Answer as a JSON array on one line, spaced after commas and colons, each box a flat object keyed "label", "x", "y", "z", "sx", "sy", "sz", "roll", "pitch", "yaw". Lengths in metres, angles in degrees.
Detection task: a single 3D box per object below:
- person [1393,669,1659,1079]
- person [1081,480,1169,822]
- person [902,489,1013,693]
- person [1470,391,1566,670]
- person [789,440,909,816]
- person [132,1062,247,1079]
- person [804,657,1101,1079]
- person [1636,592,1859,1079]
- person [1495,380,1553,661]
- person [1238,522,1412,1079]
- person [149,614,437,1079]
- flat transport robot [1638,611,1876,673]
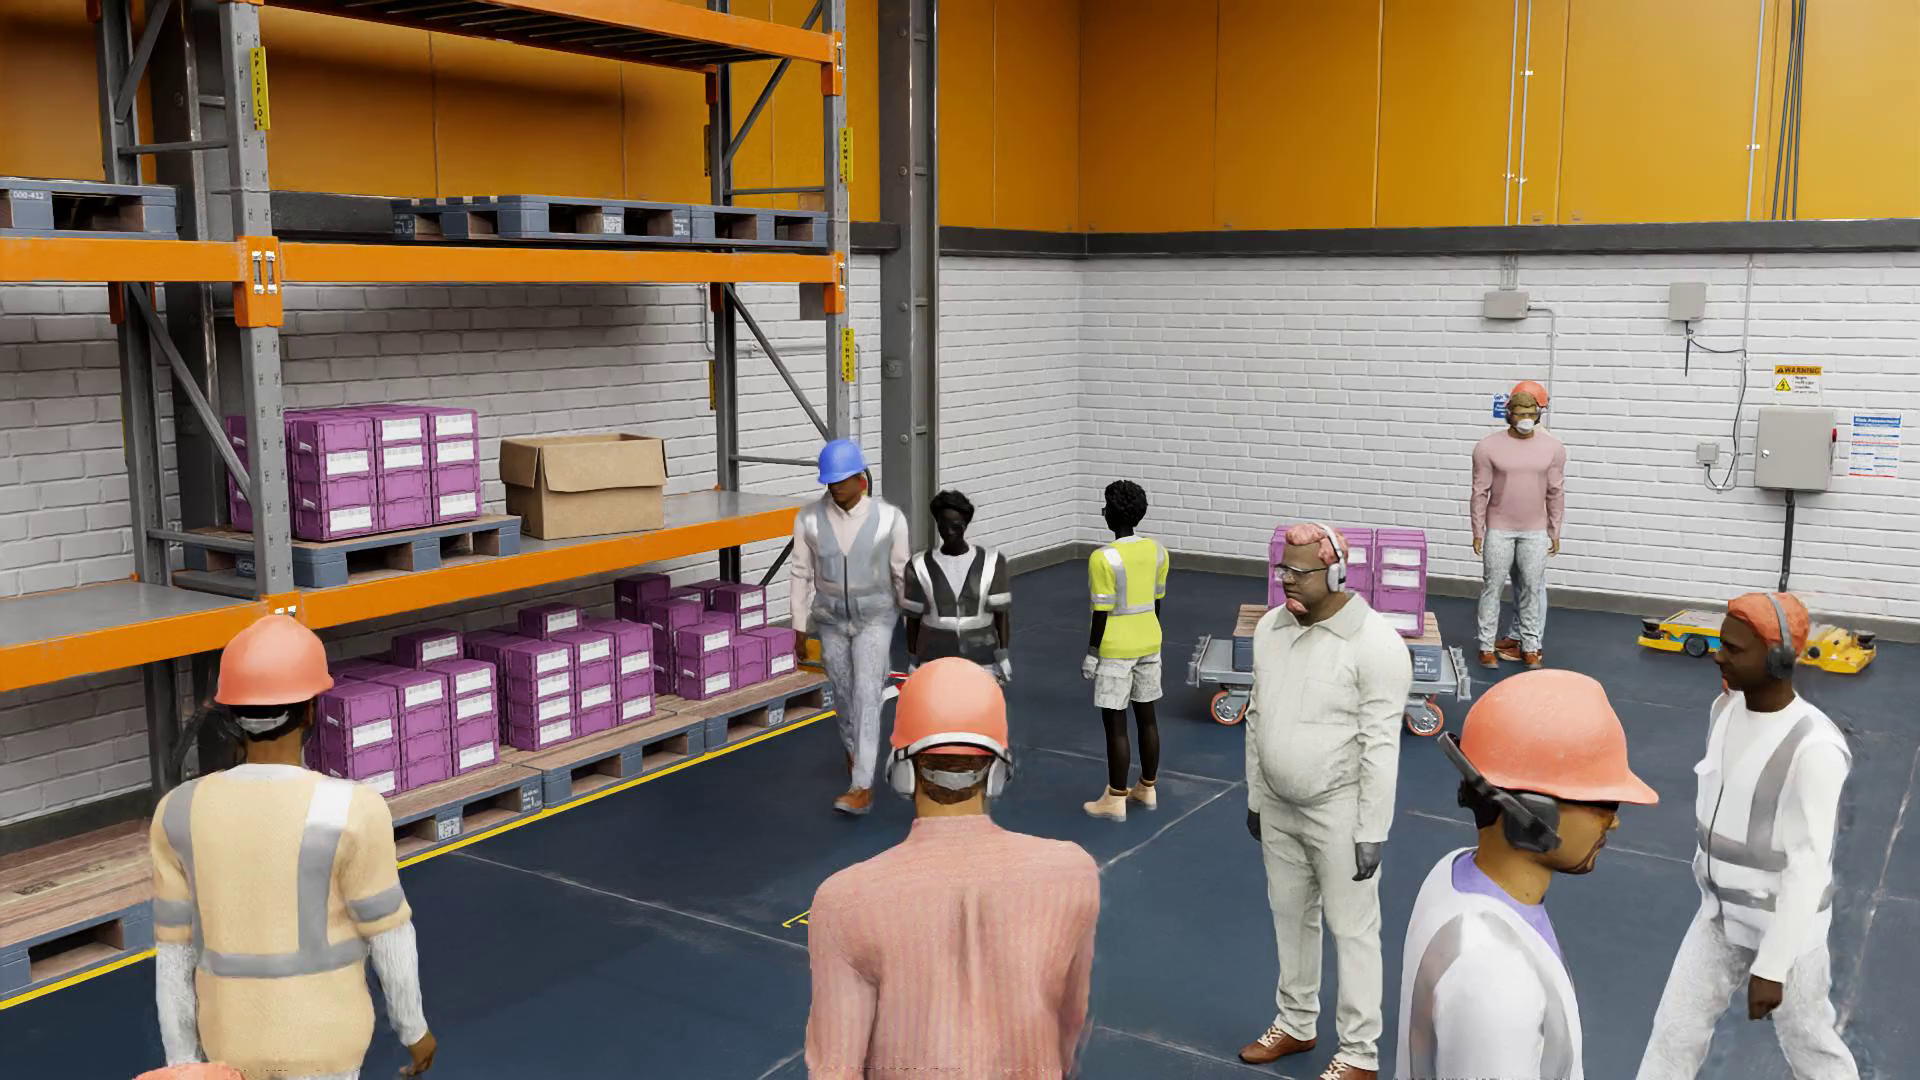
[{"label": "person", "x": 0.927, "y": 1.216, "z": 2.847, "sx": 0.404, "sy": 2.034, "sz": 0.611, "roll": 3, "pitch": 9, "yaw": 16}, {"label": "person", "x": 0.815, "y": 0.546, "z": 8.280, "sx": 0.531, "sy": 1.697, "sz": 0.320, "roll": -8, "pitch": 12, "yaw": -43}, {"label": "person", "x": -0.013, "y": 0.578, "z": 8.137, "sx": 0.543, "sy": 1.673, "sz": 0.692, "roll": 0, "pitch": 9, "yaw": -1}, {"label": "person", "x": 3.838, "y": -0.062, "z": 11.490, "sx": 0.628, "sy": 1.932, "sz": 0.366, "roll": 1, "pitch": 9, "yaw": 7}, {"label": "person", "x": -0.539, "y": 0.410, "z": 8.570, "sx": 0.656, "sy": 1.889, "sz": 1.021, "roll": 1, "pitch": 9, "yaw": 8}, {"label": "person", "x": -0.600, "y": 1.451, "z": 1.497, "sx": 0.686, "sy": 1.972, "sz": 1.006, "roll": 1, "pitch": 9, "yaw": 9}, {"label": "person", "x": -0.027, "y": 1.193, "z": 3.310, "sx": 0.598, "sy": 1.925, "sz": 1.067, "roll": -2, "pitch": 9, "yaw": -12}, {"label": "person", "x": 2.188, "y": 1.048, "z": 4.594, "sx": 0.979, "sy": 1.832, "sz": 0.598, "roll": -1, "pitch": 9, "yaw": -5}, {"label": "person", "x": 4.002, "y": -0.134, "z": 11.783, "sx": 0.400, "sy": 1.990, "sz": 0.617, "roll": 0, "pitch": 9, "yaw": -1}, {"label": "person", "x": 1.161, "y": 0.880, "z": 5.487, "sx": 0.399, "sy": 1.900, "sz": 0.635, "roll": -6, "pitch": 11, "yaw": -35}, {"label": "person", "x": -1.514, "y": 1.114, "z": 3.882, "sx": 0.545, "sy": 1.905, "sz": 0.896, "roll": 1, "pitch": 9, "yaw": 8}, {"label": "flat transport robot", "x": 5.683, "y": 0.703, "z": 11.875, "sx": 1.431, "sy": 0.197, "sz": 0.652, "roll": 7, "pitch": 11, "yaw": 38}]
